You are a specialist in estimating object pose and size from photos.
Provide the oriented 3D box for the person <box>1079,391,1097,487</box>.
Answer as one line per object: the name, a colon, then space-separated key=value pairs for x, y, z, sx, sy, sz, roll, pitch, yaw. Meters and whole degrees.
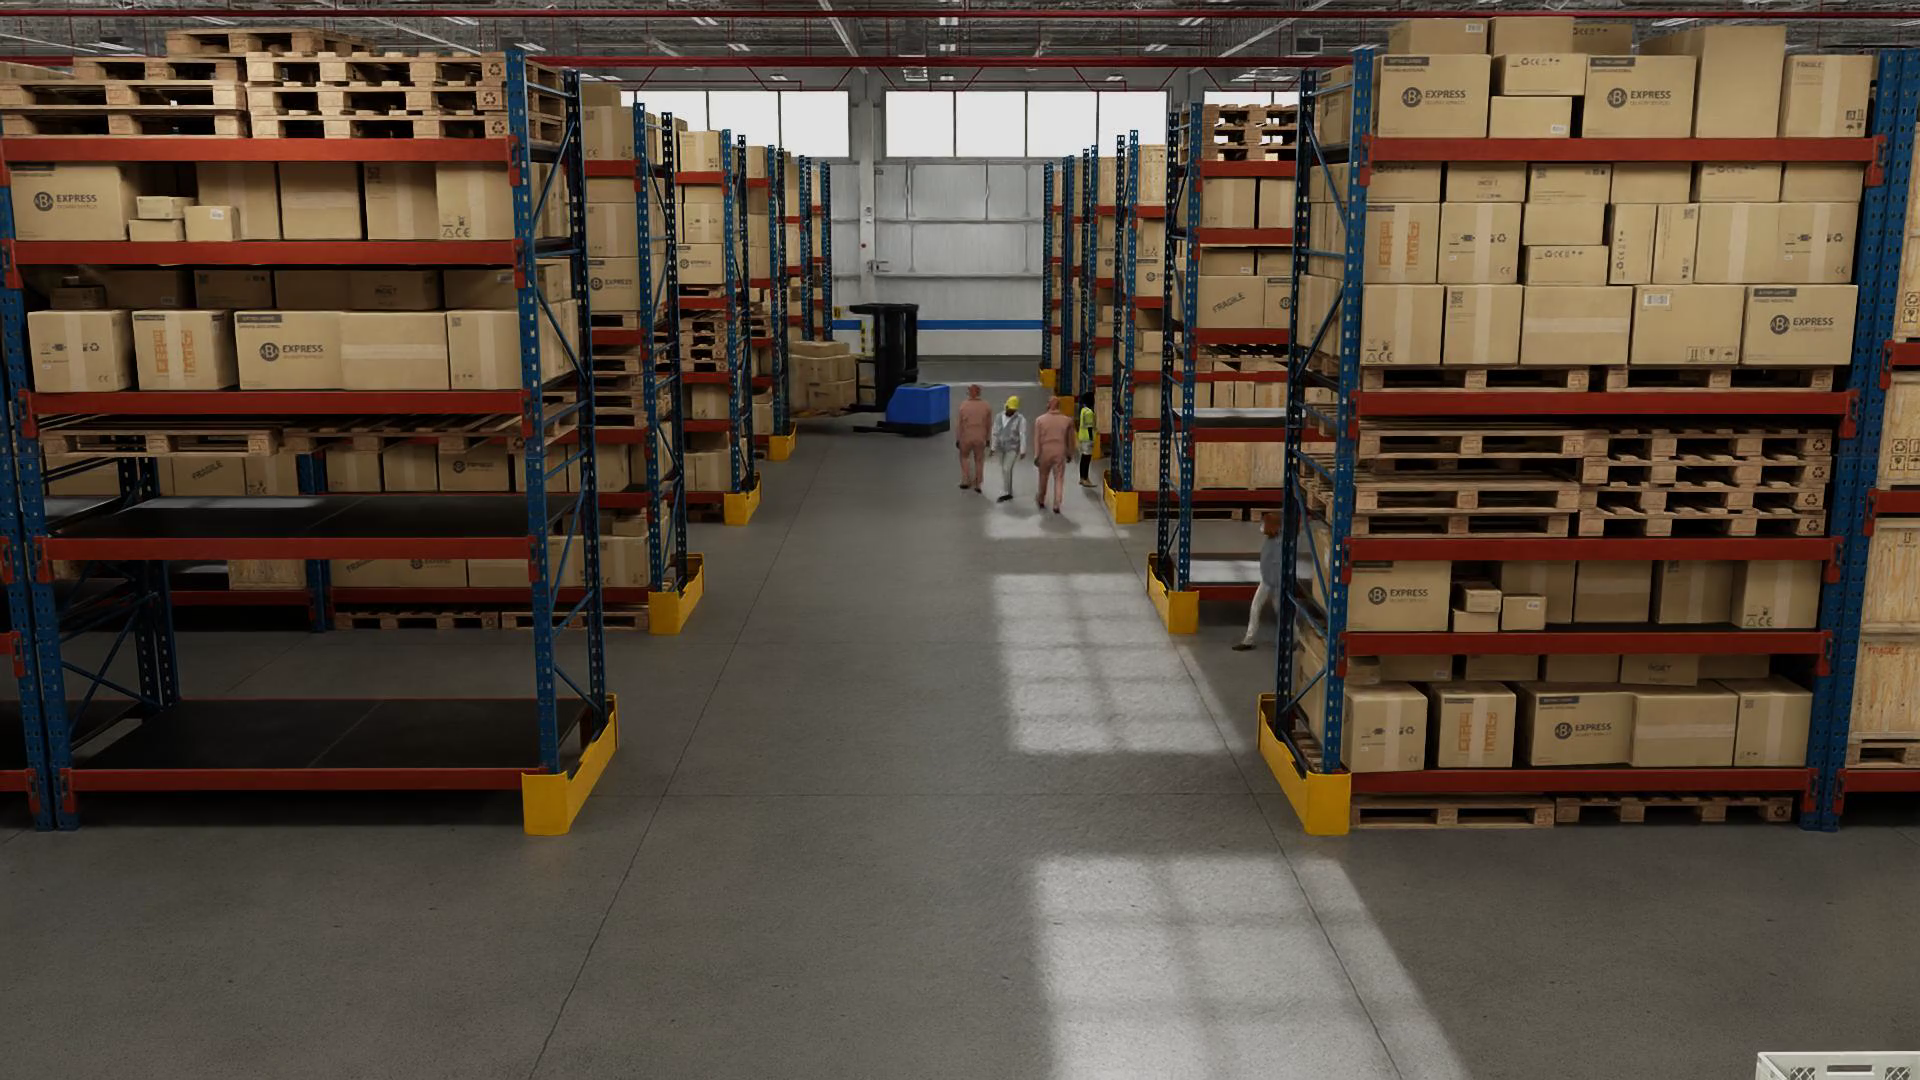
person: x=2.274 y=-1.792 z=29.526 sx=0.315 sy=1.696 sz=0.541 roll=-2 pitch=12 yaw=-9

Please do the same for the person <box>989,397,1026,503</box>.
person: x=0.737 y=-1.514 z=27.941 sx=0.598 sy=1.785 sz=0.768 roll=8 pitch=14 yaw=35

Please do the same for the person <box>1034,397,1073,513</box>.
person: x=1.509 y=-1.411 z=27.226 sx=0.679 sy=1.854 sz=0.979 roll=-2 pitch=12 yaw=-8

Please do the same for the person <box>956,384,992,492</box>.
person: x=0.222 y=-1.792 z=29.068 sx=0.673 sy=1.879 sz=0.740 roll=-3 pitch=12 yaw=-13

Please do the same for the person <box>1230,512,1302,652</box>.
person: x=3.493 y=0.479 z=18.538 sx=0.830 sy=1.596 sz=0.509 roll=-1 pitch=11 yaw=-6

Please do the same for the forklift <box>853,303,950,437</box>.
forklift: x=-1.245 y=-3.720 z=36.138 sx=1.873 sy=2.768 sz=1.129 roll=6 pitch=13 yaw=28
